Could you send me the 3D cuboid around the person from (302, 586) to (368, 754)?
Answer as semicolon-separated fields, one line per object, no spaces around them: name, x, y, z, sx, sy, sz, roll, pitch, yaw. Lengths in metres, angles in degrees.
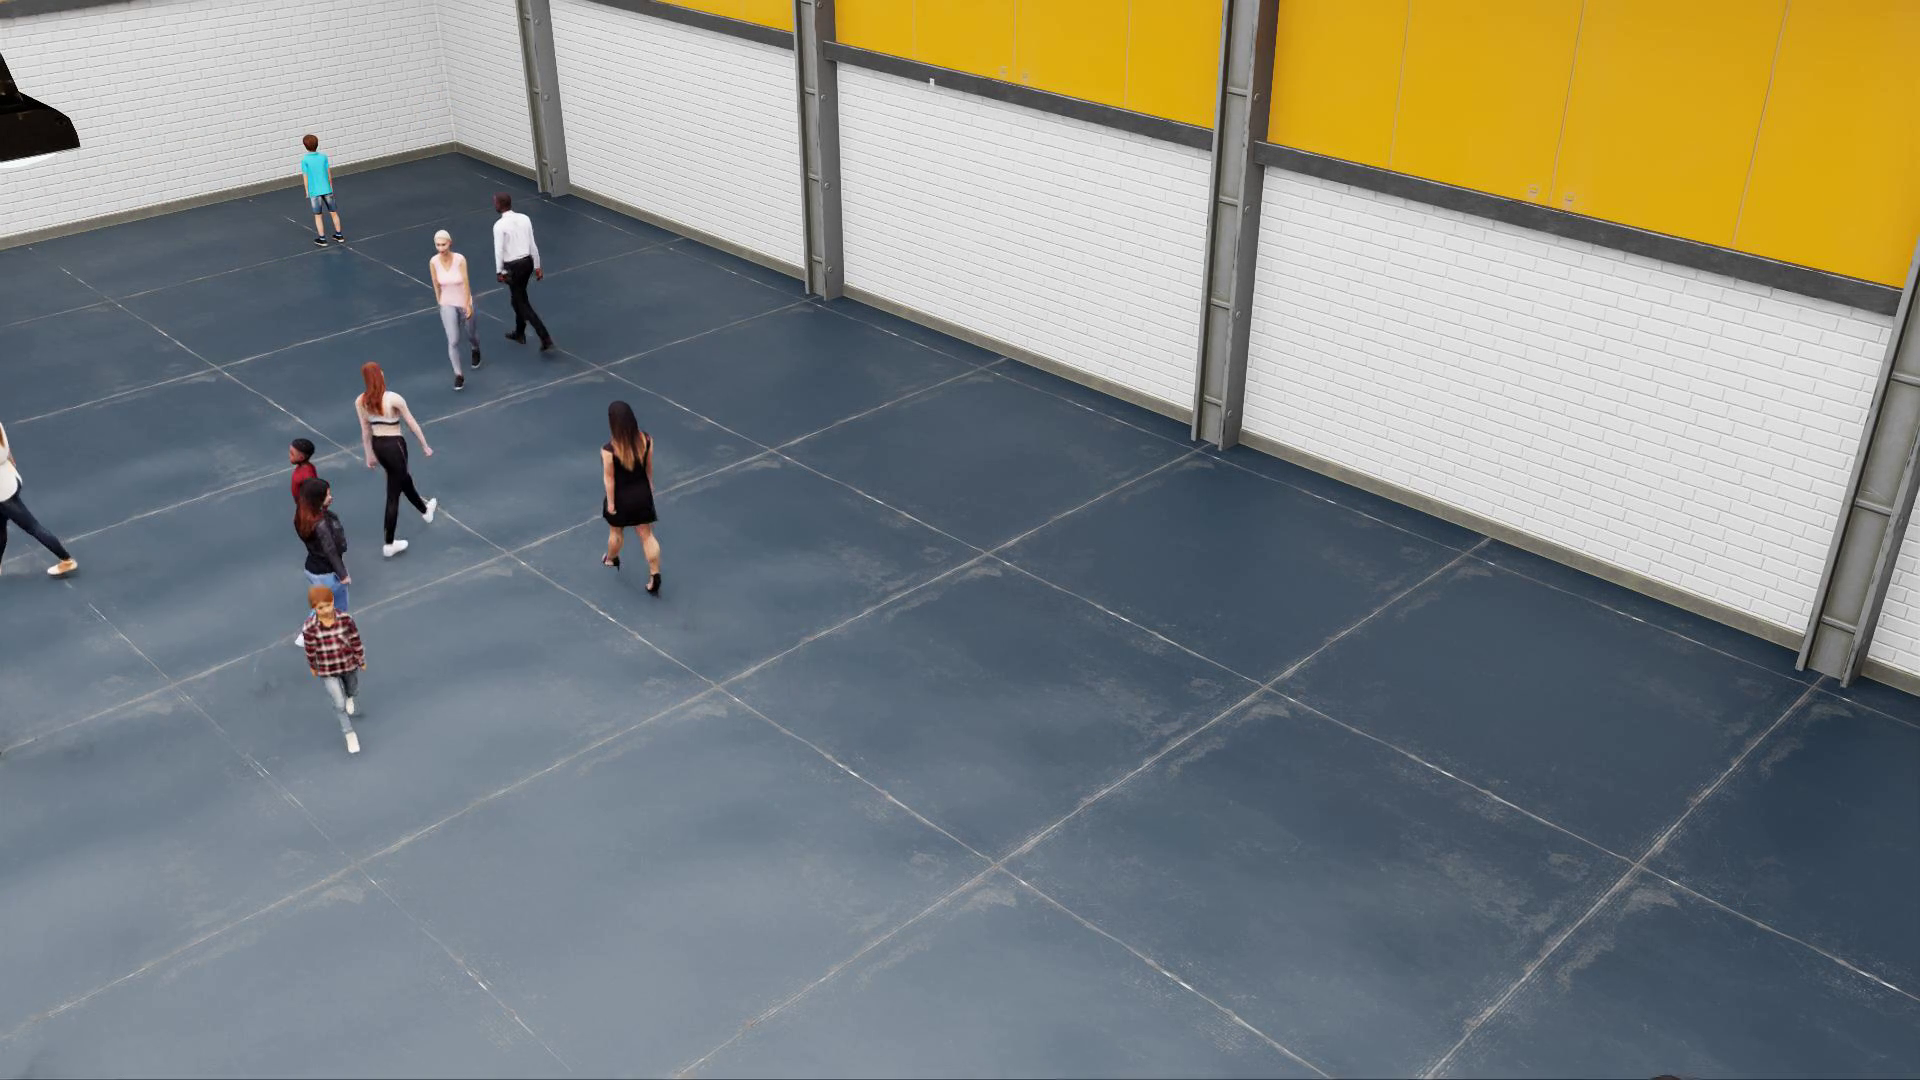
person;-4.520;0.864;12.016;0.672;1.283;0.950;-17;33;-28

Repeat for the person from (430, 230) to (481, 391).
person;-5.366;-2.521;17.789;0.952;1.697;1.108;-4;29;-6

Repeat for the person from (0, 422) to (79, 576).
person;-7.882;-0.421;13.897;1.047;1.737;1.135;-7;29;-12

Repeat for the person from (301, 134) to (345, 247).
person;-8.426;-4.622;21.901;0.516;1.447;0.477;-24;36;-36

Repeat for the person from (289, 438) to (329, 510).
person;-5.481;-0.288;14.157;0.633;1.254;0.529;-11;30;-19

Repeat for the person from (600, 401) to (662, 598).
person;-2.662;-0.296;13.723;0.710;1.683;0.989;-23;36;-36

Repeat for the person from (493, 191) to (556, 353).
person;-4.847;-2.927;18.428;1.171;1.797;0.792;20;34;32

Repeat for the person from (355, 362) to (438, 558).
person;-4.981;-0.667;14.381;1.137;1.706;1.062;8;30;15

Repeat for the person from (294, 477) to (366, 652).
person;-4.928;0.266;12.761;0.760;1.618;0.693;-24;37;-37
